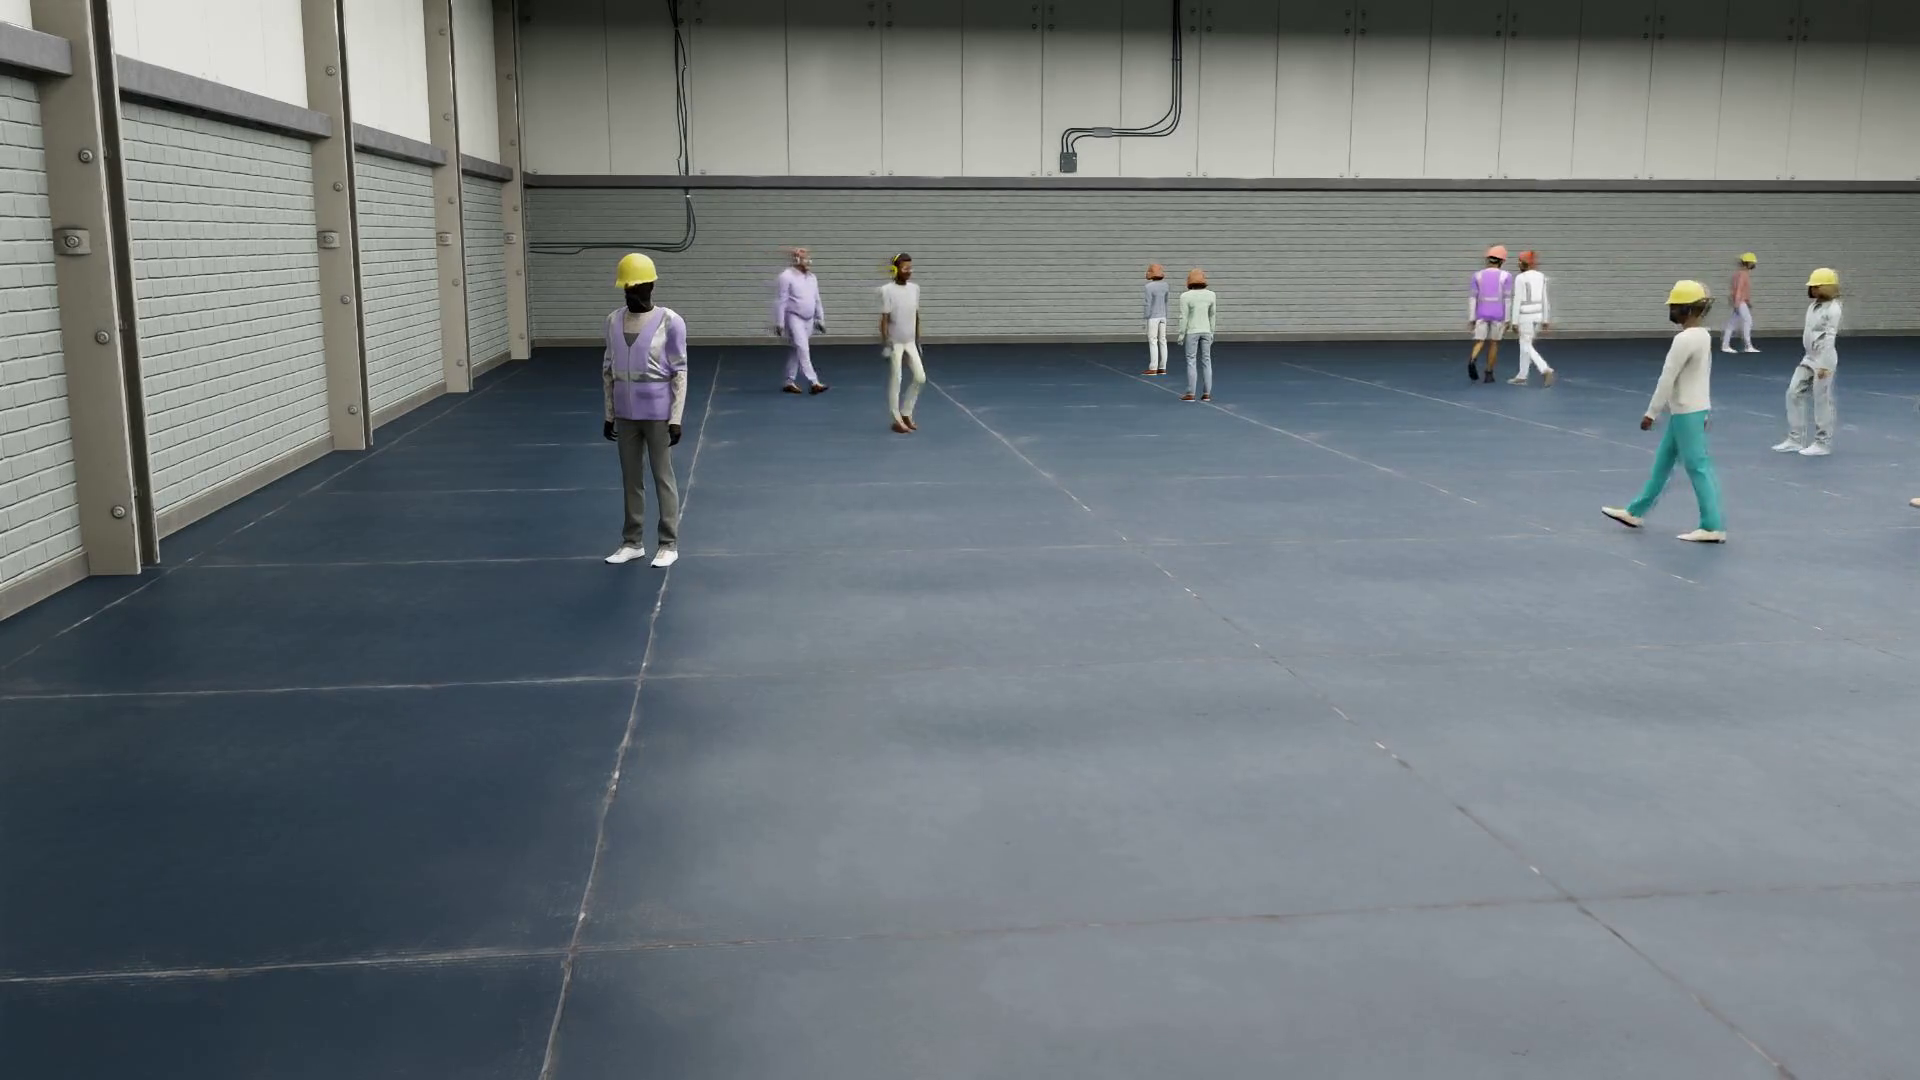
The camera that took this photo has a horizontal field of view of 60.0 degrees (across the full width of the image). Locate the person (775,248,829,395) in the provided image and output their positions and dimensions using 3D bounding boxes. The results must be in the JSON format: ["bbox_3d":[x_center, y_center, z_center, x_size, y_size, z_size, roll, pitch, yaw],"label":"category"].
[{"bbox_3d":[-1.966,-2.799,21.385,0.949,1.860,0.673,7,13,34],"label":"person"}]

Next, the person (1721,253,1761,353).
[{"bbox_3d":[13.674,-4.107,28.904,0.751,1.738,0.542,5,11,25],"label":"person"}]

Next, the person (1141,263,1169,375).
[{"bbox_3d":[2.870,-3.239,24.444,0.497,1.634,0.279,-9,14,-42],"label":"person"}]

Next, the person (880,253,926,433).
[{"bbox_3d":[-0.569,-2.018,17.139,0.563,1.853,0.451,-8,13,-37],"label":"person"}]

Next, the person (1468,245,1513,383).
[{"bbox_3d":[7.304,-3.100,22.937,0.553,1.910,0.596,7,12,33],"label":"person"}]

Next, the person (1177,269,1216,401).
[{"bbox_3d":[2.921,-2.525,20.531,0.498,1.633,0.282,-4,11,-20],"label":"person"}]

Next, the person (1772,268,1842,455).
[{"bbox_3d":[7.867,-1.646,15.418,0.546,1.725,0.513,0,10,-1],"label":"person"}]

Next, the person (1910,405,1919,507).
[{"bbox_3d":[7.376,-1.074,12.402,0.540,1.695,0.317,-5,11,-24],"label":"person"}]

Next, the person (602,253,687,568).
[{"bbox_3d":[-1.948,-0.790,10.223,0.586,1.925,0.369,4,11,23],"label":"person"}]

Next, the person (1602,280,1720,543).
[{"bbox_3d":[4.751,-0.861,11.164,0.870,1.730,0.528,8,13,36],"label":"person"}]

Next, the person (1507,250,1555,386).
[{"bbox_3d":[7.758,-2.992,22.507,0.604,1.856,0.788,-6,12,-32],"label":"person"}]
